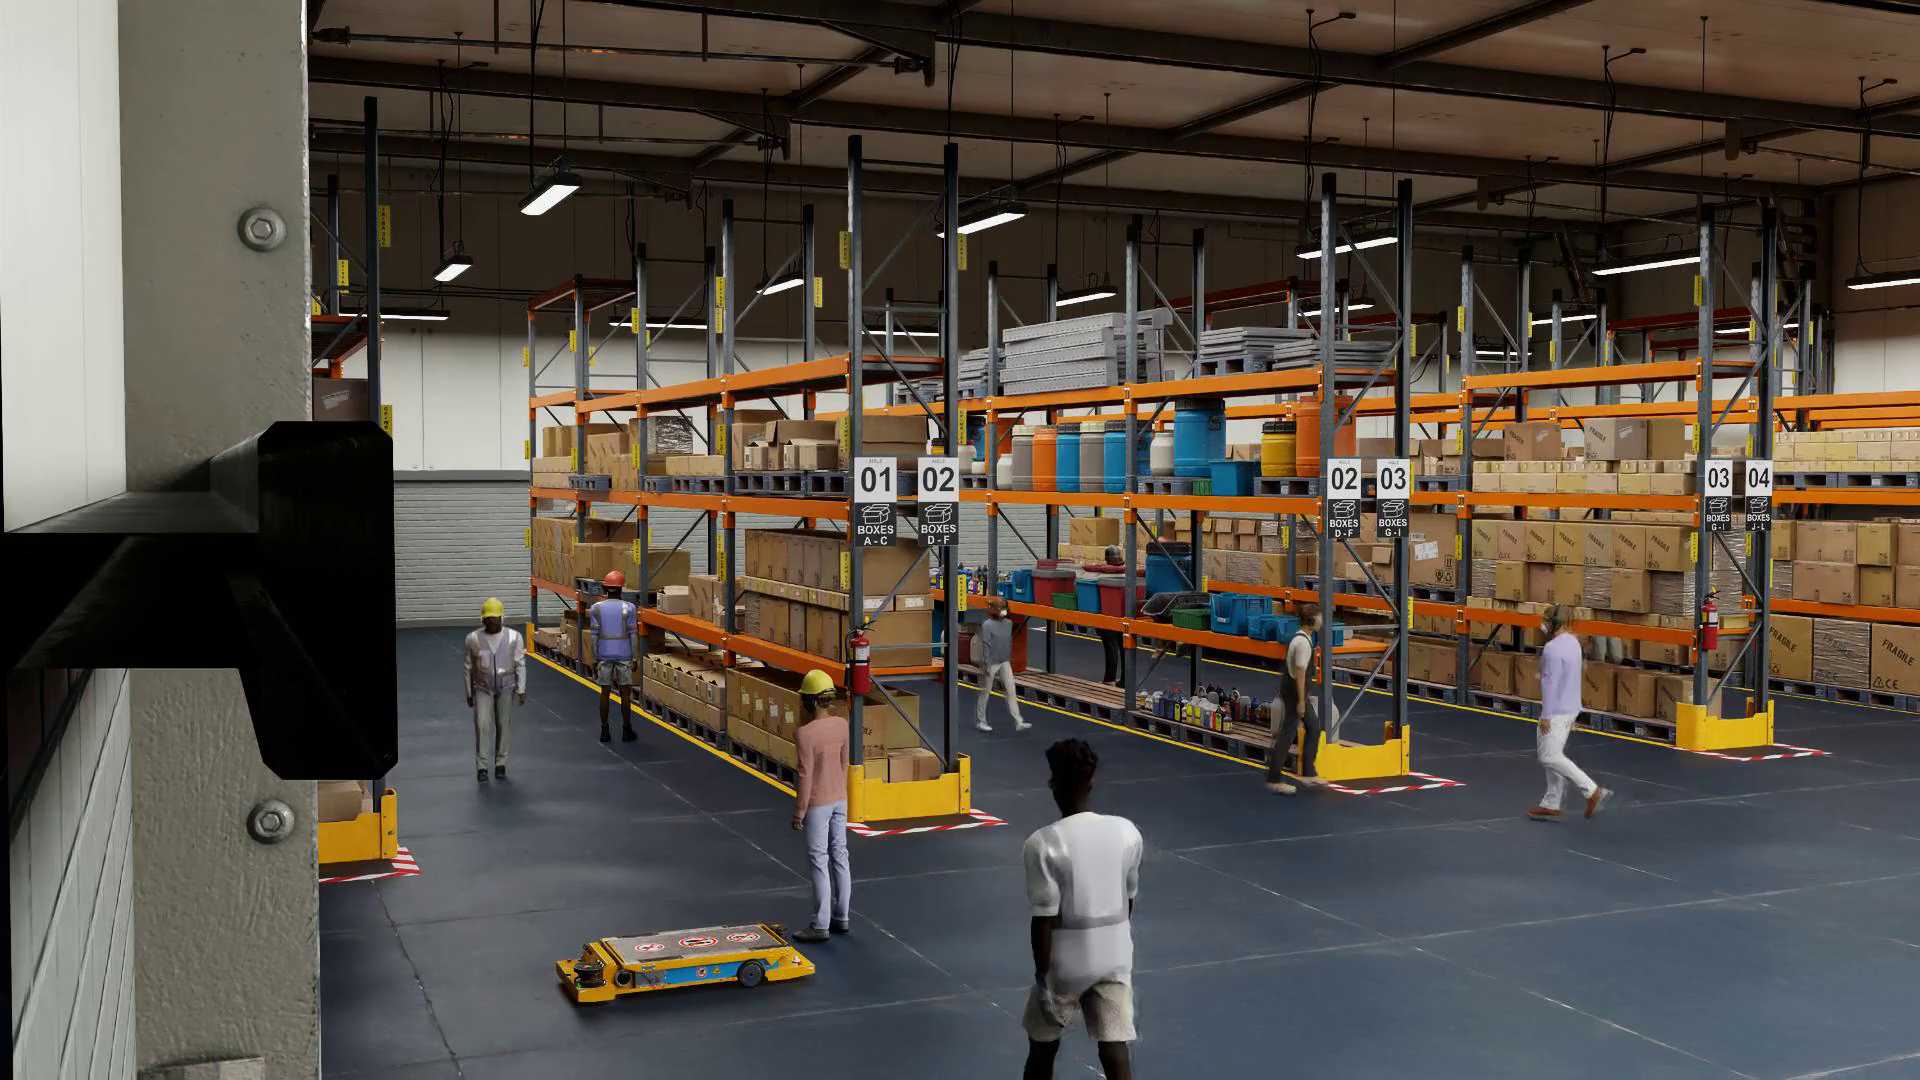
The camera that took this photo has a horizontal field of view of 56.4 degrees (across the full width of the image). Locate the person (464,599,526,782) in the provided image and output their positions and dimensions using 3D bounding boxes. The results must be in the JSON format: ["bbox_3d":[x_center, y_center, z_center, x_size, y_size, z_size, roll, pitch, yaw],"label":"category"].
[{"bbox_3d":[-4.602,1.494,17.752,0.596,1.796,0.866,-1,2,-17],"label":"person"}]

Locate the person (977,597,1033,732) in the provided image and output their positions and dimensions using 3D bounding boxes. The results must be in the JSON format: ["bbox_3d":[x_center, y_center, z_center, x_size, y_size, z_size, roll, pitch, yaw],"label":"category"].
[{"bbox_3d":[0.482,1.468,21.032,0.529,1.590,0.826,-2,3,-41],"label":"person"}]

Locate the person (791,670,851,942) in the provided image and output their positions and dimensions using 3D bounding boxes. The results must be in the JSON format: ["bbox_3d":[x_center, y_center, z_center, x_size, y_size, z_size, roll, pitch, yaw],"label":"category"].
[{"bbox_3d":[-0.923,1.736,11.779,0.321,1.769,0.523,1,3,33],"label":"person"}]

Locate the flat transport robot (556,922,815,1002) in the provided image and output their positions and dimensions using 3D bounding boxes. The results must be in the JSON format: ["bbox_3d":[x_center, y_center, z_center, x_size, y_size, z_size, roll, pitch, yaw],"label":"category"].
[{"bbox_3d":[-1.658,2.531,10.816,1.431,0.197,0.652,-1,2,-23],"label":"flat transport robot"}]

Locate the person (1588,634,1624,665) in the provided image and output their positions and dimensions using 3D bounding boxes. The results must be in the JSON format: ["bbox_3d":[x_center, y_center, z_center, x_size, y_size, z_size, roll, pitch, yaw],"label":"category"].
[{"bbox_3d":[8.745,1.233,24.308,0.606,1.821,0.442,-1,2,-13],"label":"person"}]

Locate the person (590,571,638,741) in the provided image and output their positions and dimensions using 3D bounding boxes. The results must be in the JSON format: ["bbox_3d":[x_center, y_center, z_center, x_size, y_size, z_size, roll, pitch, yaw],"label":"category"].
[{"bbox_3d":[-3.938,1.320,20.442,0.542,1.938,0.357,0,2,0],"label":"person"}]

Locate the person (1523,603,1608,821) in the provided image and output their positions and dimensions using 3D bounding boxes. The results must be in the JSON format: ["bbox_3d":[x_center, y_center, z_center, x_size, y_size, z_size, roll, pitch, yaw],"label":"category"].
[{"bbox_3d":[5.295,1.513,15.647,0.657,1.924,0.647,1,3,34],"label":"person"}]

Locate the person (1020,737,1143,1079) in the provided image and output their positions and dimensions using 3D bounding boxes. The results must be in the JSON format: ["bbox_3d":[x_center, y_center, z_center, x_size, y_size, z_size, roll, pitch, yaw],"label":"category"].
[{"bbox_3d":[0.494,1.813,7.790,0.608,1.910,1.010,-1,2,-26],"label":"person"}]

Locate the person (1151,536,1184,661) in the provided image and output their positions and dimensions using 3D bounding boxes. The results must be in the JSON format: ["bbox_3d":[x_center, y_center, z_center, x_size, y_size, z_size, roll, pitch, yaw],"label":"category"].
[{"bbox_3d":[3.319,0.953,28.943,0.610,2.022,0.655,-1,2,-23],"label":"person"}]

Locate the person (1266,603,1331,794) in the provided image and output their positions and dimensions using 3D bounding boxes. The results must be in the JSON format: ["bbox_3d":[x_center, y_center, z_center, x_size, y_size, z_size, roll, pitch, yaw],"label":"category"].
[{"bbox_3d":[3.275,1.509,17.195,0.712,1.799,0.611,0,2,10],"label":"person"}]

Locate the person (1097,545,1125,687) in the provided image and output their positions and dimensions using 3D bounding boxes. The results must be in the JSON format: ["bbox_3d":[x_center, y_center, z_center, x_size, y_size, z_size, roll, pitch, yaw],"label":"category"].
[{"bbox_3d":[2.166,1.099,25.446,0.681,2.000,0.536,-2,3,-40],"label":"person"}]
